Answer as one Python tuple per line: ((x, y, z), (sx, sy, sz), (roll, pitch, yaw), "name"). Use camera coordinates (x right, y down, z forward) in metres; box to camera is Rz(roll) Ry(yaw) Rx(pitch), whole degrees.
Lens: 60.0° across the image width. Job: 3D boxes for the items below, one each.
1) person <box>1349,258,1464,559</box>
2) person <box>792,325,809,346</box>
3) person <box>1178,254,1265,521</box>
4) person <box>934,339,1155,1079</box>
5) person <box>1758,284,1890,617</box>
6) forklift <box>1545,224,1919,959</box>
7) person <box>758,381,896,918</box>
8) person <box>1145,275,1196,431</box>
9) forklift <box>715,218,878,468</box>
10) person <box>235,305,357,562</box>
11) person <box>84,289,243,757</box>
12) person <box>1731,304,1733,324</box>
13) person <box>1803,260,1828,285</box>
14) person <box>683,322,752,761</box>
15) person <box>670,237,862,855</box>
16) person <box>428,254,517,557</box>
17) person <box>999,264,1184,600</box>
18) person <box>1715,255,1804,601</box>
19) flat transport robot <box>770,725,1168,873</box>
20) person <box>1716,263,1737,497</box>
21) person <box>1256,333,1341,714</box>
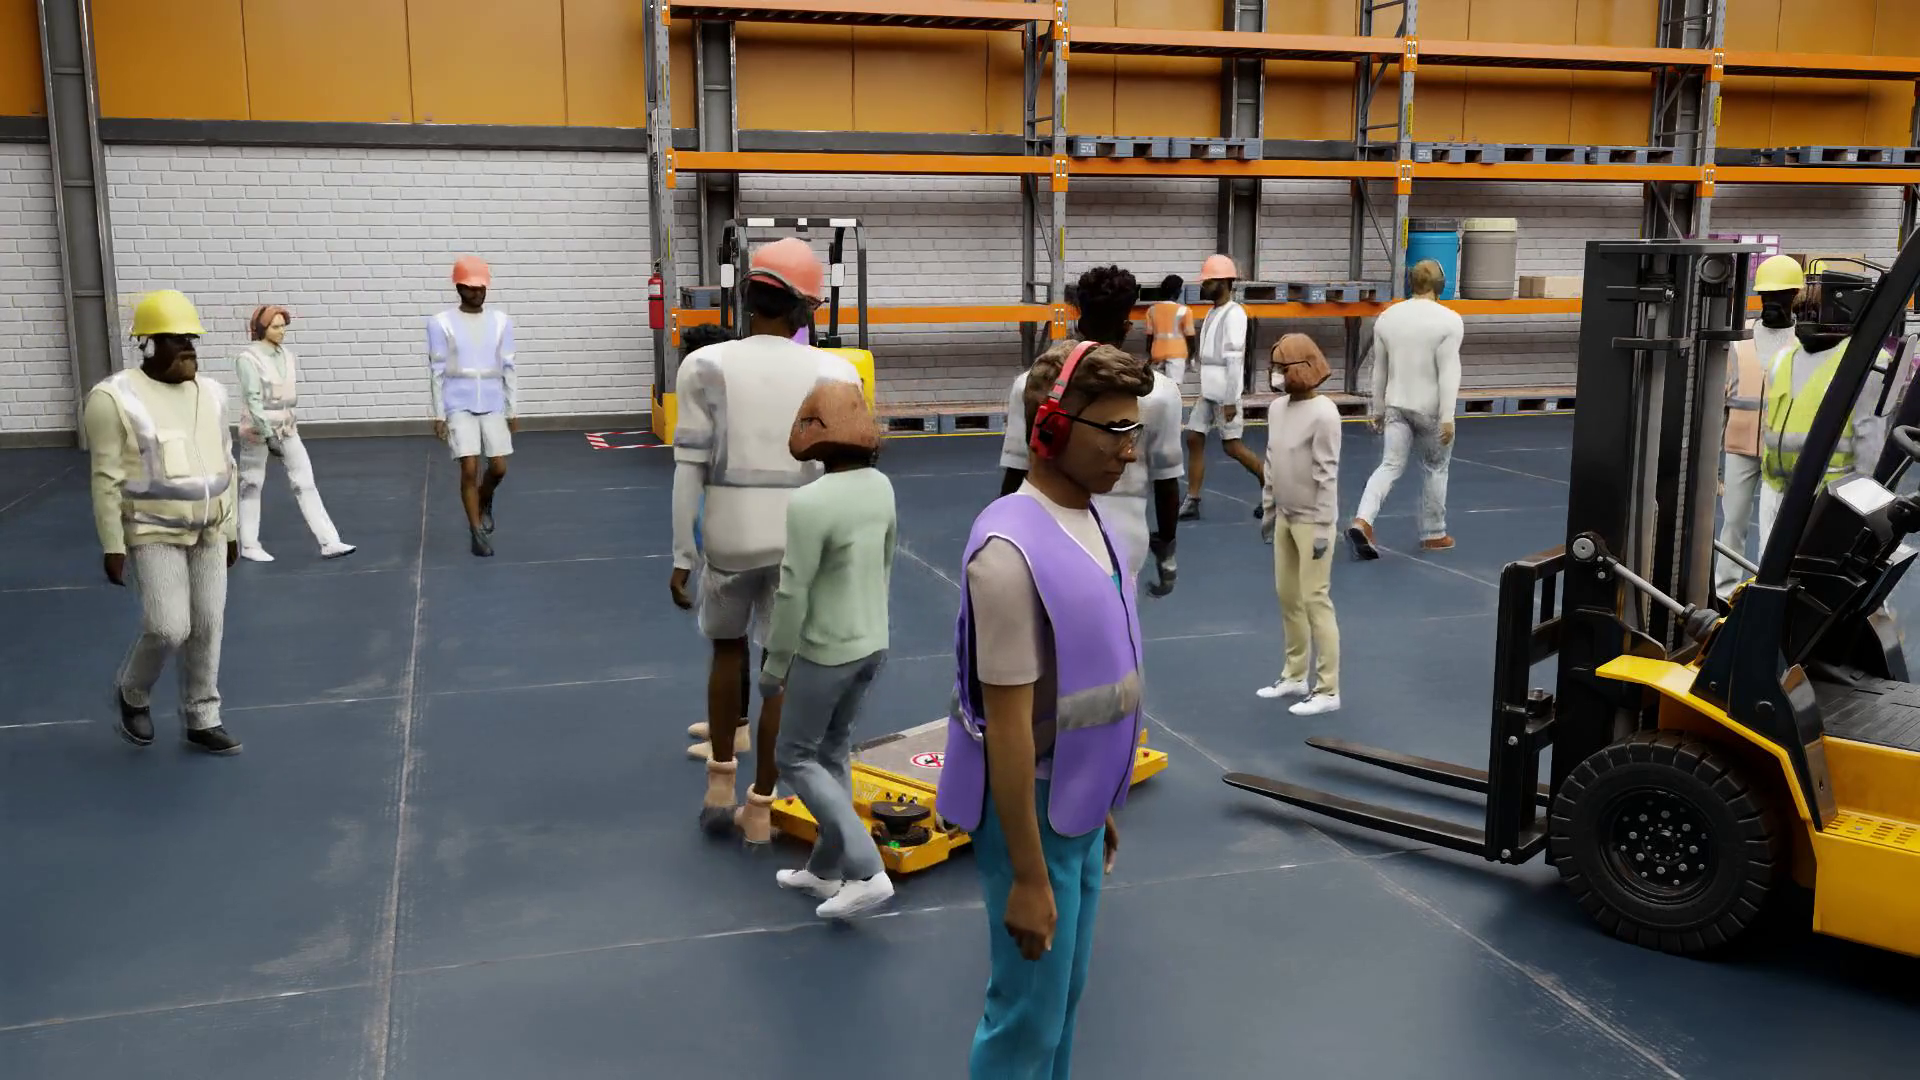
((2.832, -0.823, 10.500), (0.932, 1.904, 0.630), (-10, 14, -43), "person")
((-1.154, -0.885, 10.740), (0.380, 1.929, 0.543), (-3, 11, -15), "person")
((1.909, -1.072, 11.831), (0.890, 1.908, 0.552), (-3, 11, -15), "person")
((0.162, 0.544, 3.150), (0.389, 1.837, 0.563), (3, 11, 16), "person")
((3.949, -0.261, 7.605), (0.624, 1.821, 0.638), (-4, 11, -21), "person")
((2.909, 0.117, 4.508), (2.313, 2.155, 1.214), (9, 14, 40), "forklift")
((-0.383, 0.330, 4.932), (0.457, 1.609, 0.520), (6, 12, 29), "person")
((2.128, -1.868, 16.898), (0.538, 1.664, 0.800), (8, 13, 38), "person")
((-1.522, -1.778, 14.899), (1.214, 2.155, 2.313), (-3, 11, -17), "forklift")
((-4.165, -0.631, 10.232), (0.834, 1.598, 0.522), (4, 11, 22), "person")
((-3.036, -0.048, 6.416), (0.470, 1.823, 0.605), (6, 12, 29), "person")
((5.592, -1.214, 12.592), (0.405, 1.911, 0.636), (6, 12, 29), "person")
((9.380, -2.188, 18.319), (0.319, 1.769, 0.523), (-2, 11, -11), "person")
((-0.940, 0.004, 6.495), (0.316, 1.696, 0.548), (-2, 10, -9), "person")
((-0.642, 0.014, 5.566), (0.636, 2.014, 0.639), (-1, 10, -6), "person")
((-3.133, -0.870, 10.699), (0.550, 1.917, 0.624), (-6, 12, -30), "person")
((0.477, 0.012, 5.816), (0.607, 1.917, 0.884), (4, 11, 21), "person")
((4.126, -0.480, 8.514), (0.586, 1.928, 0.369), (8, 13, 39), "person")
((0.061, 0.823, 5.913), (0.652, 0.197, 1.431), (9, 14, 42), "flat transport robot")
((5.966, -1.243, 12.983), (0.554, 1.817, 0.628), (-10, 14, -42), "person")
((1.454, -0.074, 7.136), (0.305, 1.621, 0.502), (-4, 11, -19), "person")
